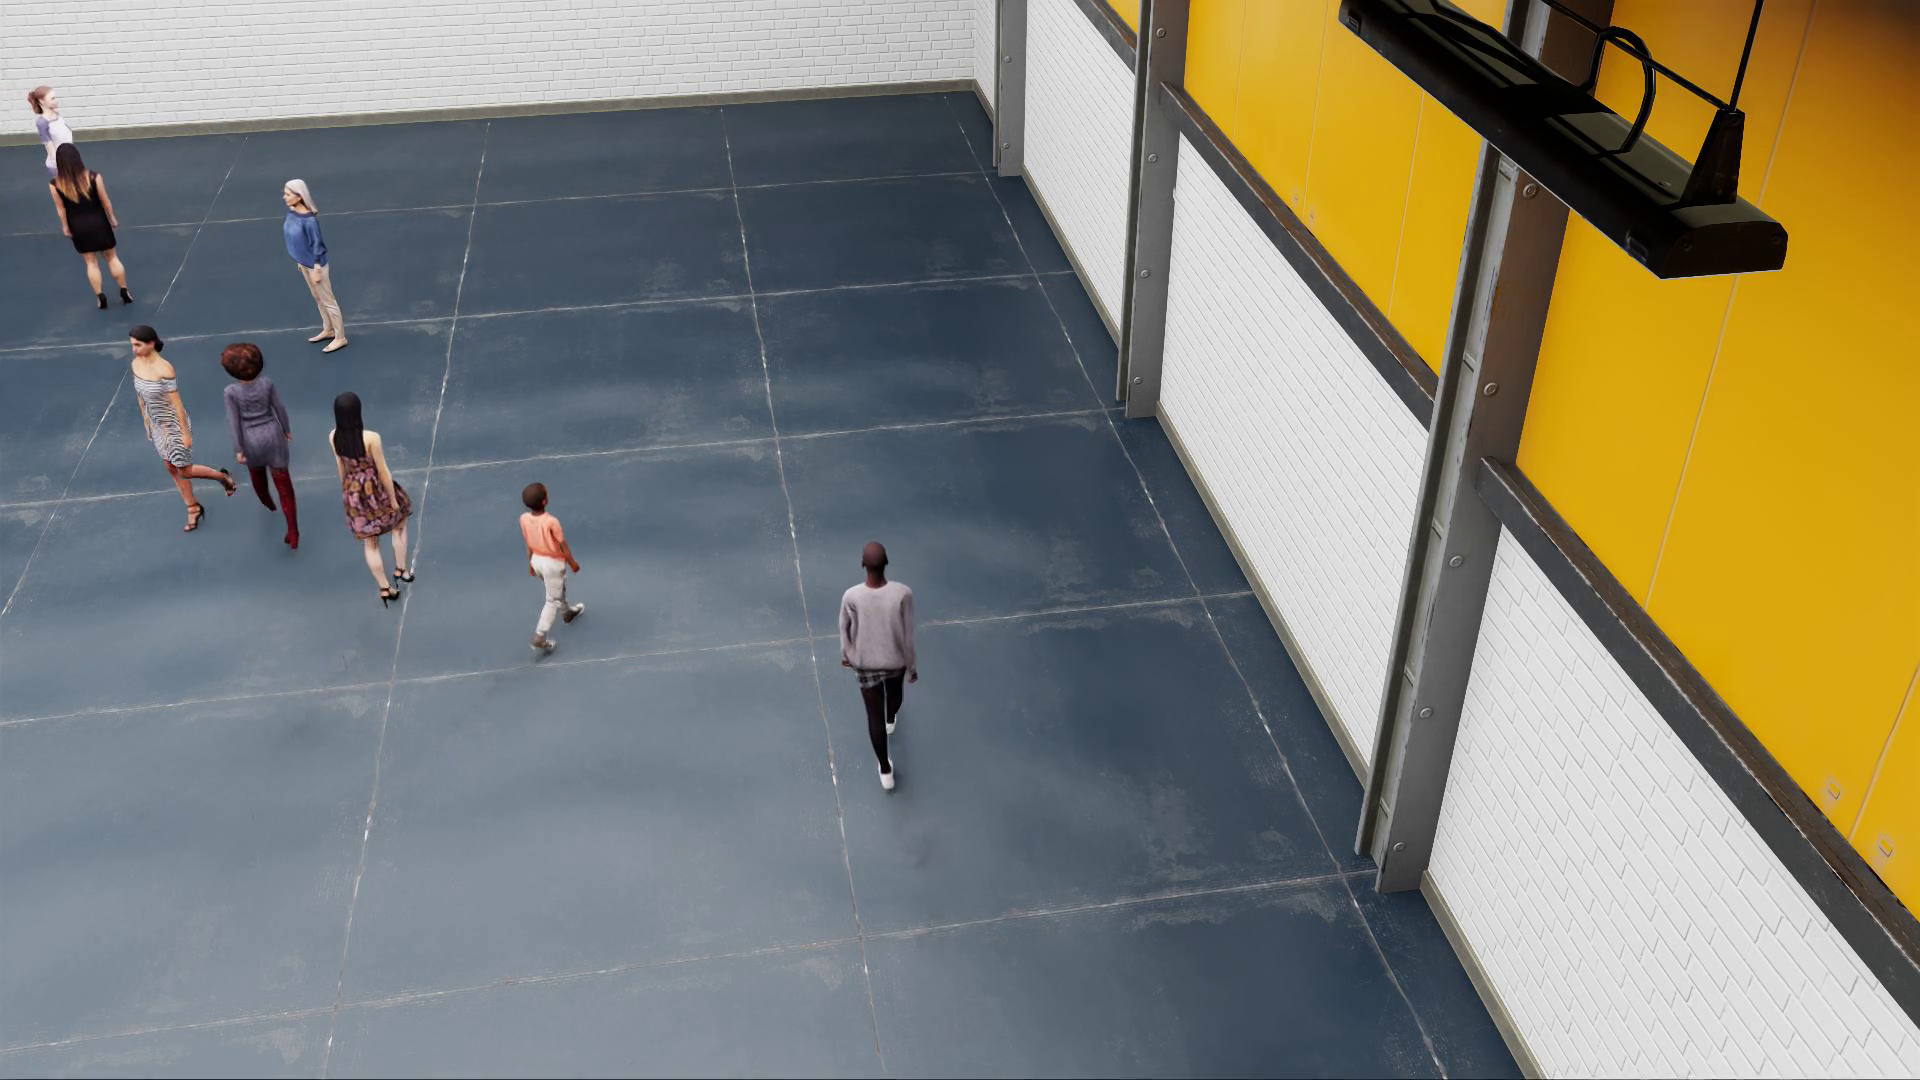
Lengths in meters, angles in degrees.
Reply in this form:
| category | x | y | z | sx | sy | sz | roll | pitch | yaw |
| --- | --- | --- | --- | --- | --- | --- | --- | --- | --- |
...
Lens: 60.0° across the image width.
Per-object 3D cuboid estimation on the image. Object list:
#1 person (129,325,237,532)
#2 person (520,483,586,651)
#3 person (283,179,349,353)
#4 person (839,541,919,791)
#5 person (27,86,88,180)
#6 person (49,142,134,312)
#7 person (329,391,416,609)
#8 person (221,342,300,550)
| category | x | y | z | sx | sy | sz | roll | pitch | yaw |
| --- | --- | --- | --- | --- | --- | --- | --- | --- | --- |
| person | -6.164 | -0.910 | 13.166 | 0.837 | 1.808 | 0.914 | 17 | 37 | 24 |
| person | -2.984 | 0.199 | 11.954 | 0.822 | 1.302 | 0.933 | 17 | 37 | 23 |
| person | -6.161 | -2.631 | 15.855 | 0.768 | 1.697 | 0.674 | -27 | 42 | -35 |
| person | -0.501 | 0.838 | 10.595 | 0.689 | 1.742 | 1.050 | -3 | 34 | -4 |
| person | -9.719 | -4.016 | 17.889 | 0.702 | 1.752 | 0.617 | 3 | 34 | 5 |
| person | -8.660 | -3.116 | 16.566 | 0.730 | 1.717 | 0.713 | -17 | 37 | -24 |
| person | -4.361 | -0.250 | 12.213 | 0.733 | 1.764 | 0.817 | 4 | 34 | 6 |
| person | -5.406 | -0.700 | 12.974 | 0.887 | 1.671 | 1.168 | -19 | 38 | -26 |
